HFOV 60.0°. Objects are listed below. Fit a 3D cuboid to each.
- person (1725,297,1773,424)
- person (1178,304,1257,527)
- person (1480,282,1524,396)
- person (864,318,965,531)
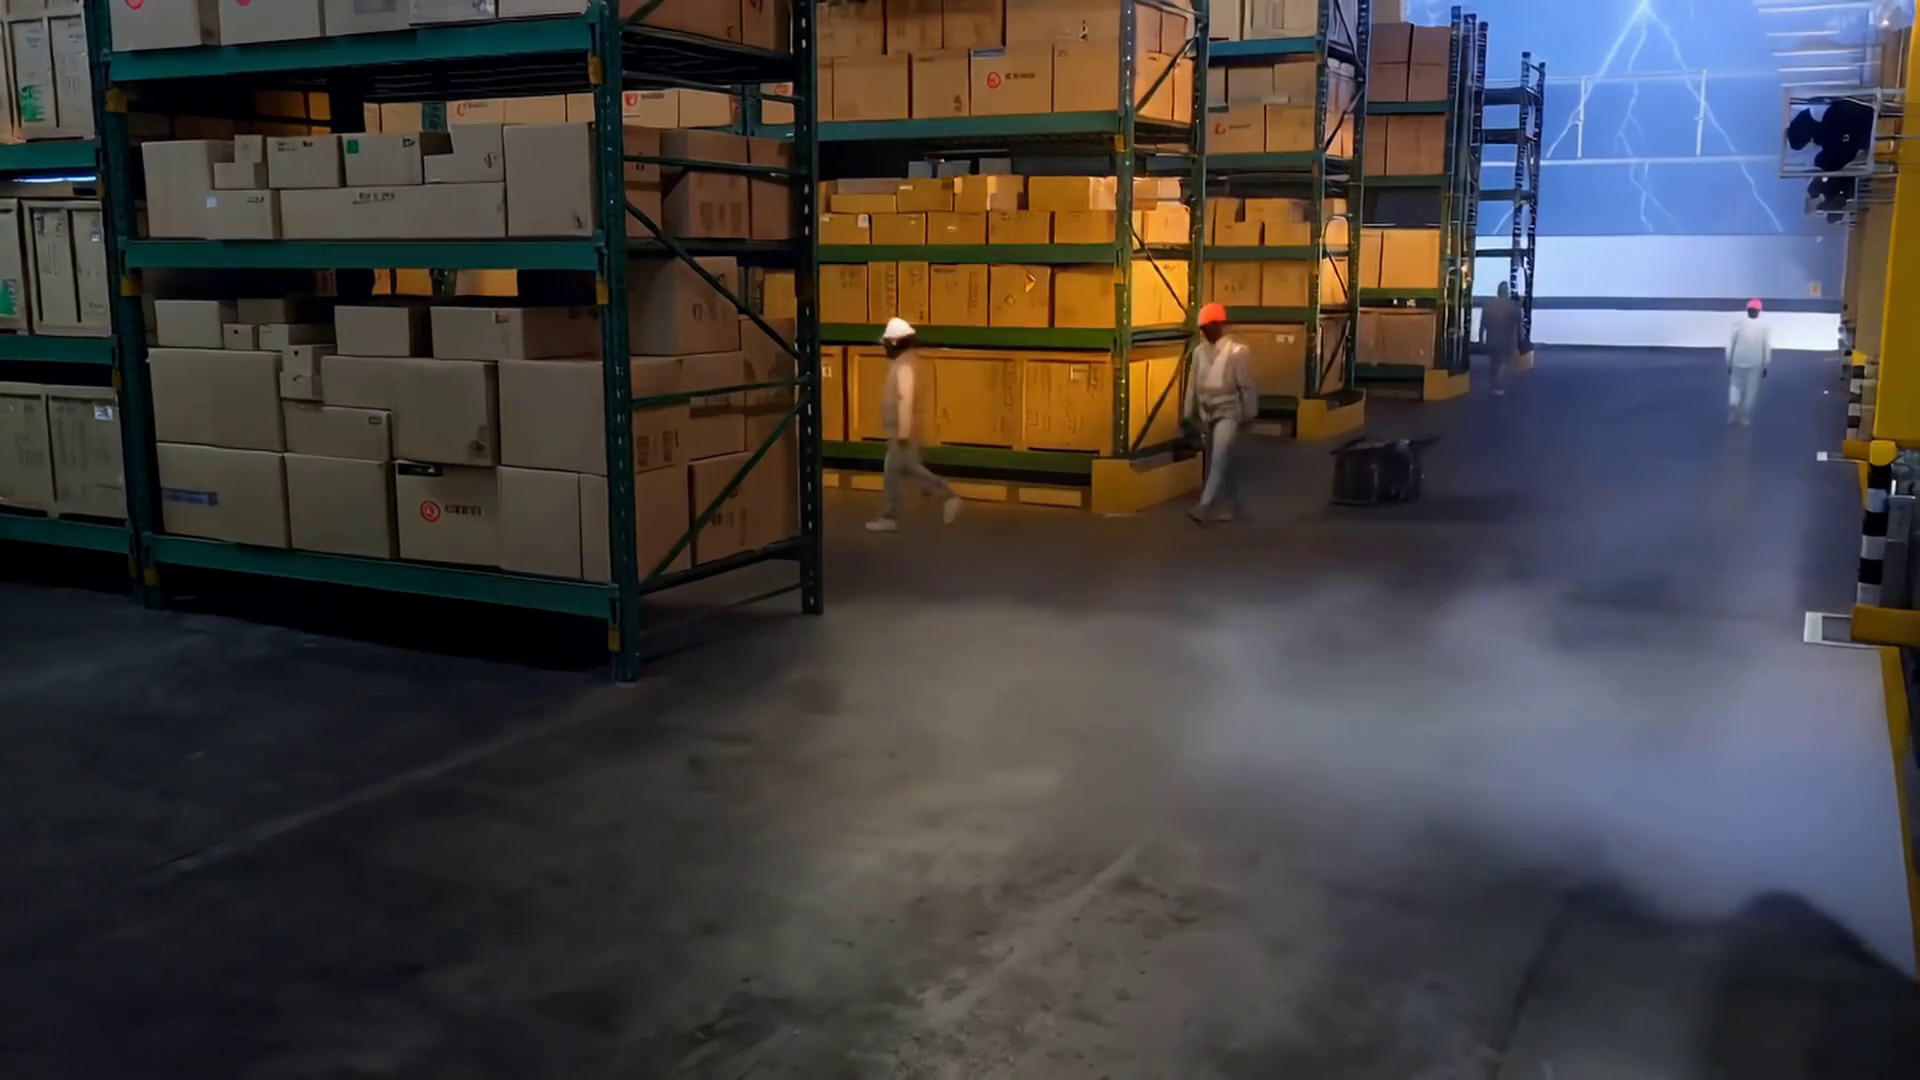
[{"bbox_3d":[10.711,-2.431,22.612,0.564,1.741,0.449,5,11,27],"label":"person"},{"bbox_3d":[2.207,-1.062,14.258,0.988,1.887,0.623,-8,13,-39],"label":"person"},{"bbox_3d":[8.912,-3.304,27.348,0.669,1.850,1.016,5,11,25],"label":"person"},{"bbox_3d":[-0.382,-0.969,13.993,0.784,1.797,0.622,0,10,1],"label":"person"}]
